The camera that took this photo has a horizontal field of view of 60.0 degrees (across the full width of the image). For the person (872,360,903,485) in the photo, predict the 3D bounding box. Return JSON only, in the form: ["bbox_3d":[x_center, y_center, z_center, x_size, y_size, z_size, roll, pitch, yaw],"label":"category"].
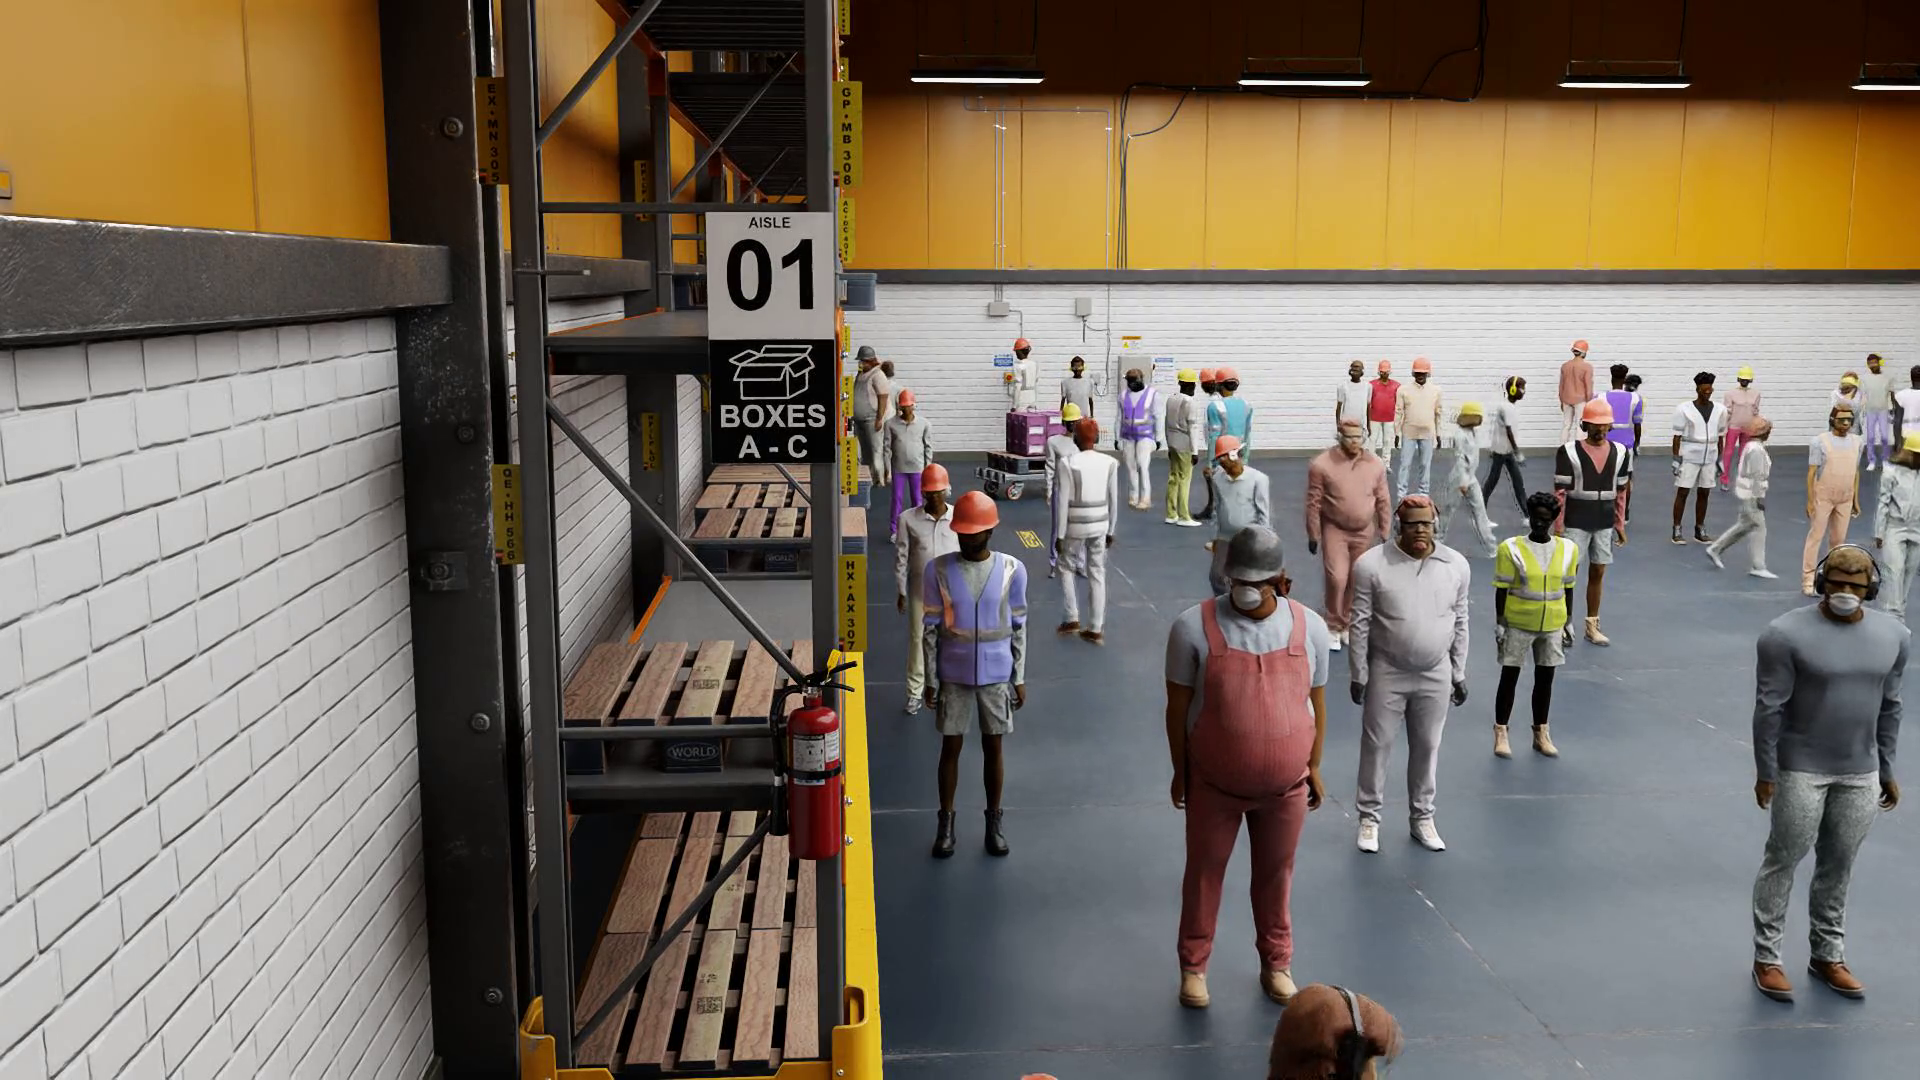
[{"bbox_3d":[-1.079,-1.684,24.038,0.514,1.814,0.828,0,9,2],"label":"person"}]

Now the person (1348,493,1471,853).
[{"bbox_3d":[2.364,0.701,8.736,0.644,1.907,0.400,0,9,-2],"label":"person"}]

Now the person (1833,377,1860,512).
[{"bbox_3d":[11.425,-1.227,21.429,0.321,1.727,0.679,0,9,2],"label":"person"}]

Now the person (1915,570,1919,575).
[{"bbox_3d":[9.904,-0.450,16.482,0.553,1.738,0.661,-3,9,-17],"label":"person"}]

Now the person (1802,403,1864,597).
[{"bbox_3d":[8.235,-0.374,15.679,0.507,1.845,0.339,0,9,-2],"label":"person"}]

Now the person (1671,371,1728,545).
[{"bbox_3d":[8.317,-0.921,18.730,0.609,1.964,0.367,0,9,-2],"label":"person"}]

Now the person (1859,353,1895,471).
[{"bbox_3d":[14.192,-1.974,25.771,0.551,1.831,0.449,5,10,30],"label":"person"}]

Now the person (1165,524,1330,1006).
[{"bbox_3d":[1.200,0.932,6.866,0.684,2.000,0.535,0,9,-2],"label":"person"}]

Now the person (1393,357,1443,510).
[{"bbox_3d":[5.894,-1.358,21.391,0.619,1.990,0.395,1,9,5],"label":"person"}]

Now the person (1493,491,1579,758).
[{"bbox_3d":[3.609,0.530,10.457,0.537,1.697,0.320,0,9,-2],"label":"person"}]

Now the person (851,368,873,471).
[{"bbox_3d":[-1.444,-1.891,25.520,0.489,1.743,0.322,0,9,-2],"label":"person"}]

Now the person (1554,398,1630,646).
[{"bbox_3d":[5.154,-0.138,13.577,0.611,2.042,0.396,0,9,-2],"label":"person"}]

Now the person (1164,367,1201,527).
[{"bbox_3d":[2.713,-1.127,20.149,0.383,1.924,0.594,-4,10,-25],"label":"person"}]

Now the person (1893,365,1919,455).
[{"bbox_3d":[12.424,-1.328,21.569,0.599,1.886,0.894,3,9,17],"label":"person"}]

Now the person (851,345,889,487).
[{"bbox_3d":[-1.343,-1.779,23.889,0.535,2.000,0.687,-6,11,-31],"label":"person"}]

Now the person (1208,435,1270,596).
[{"bbox_3d":[2.332,-0.021,13.900,0.588,1.711,0.378,7,12,38],"label":"person"}]

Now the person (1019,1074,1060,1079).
[{"bbox_3d":[0.217,1.734,2.763,0.574,1.732,0.465,-7,12,-38],"label":"person"}]

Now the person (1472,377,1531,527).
[{"bbox_3d":[6.629,-1.032,19.904,0.966,1.814,0.503,5,10,30],"label":"person"}]

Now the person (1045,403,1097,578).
[{"bbox_3d":[1.112,-0.488,16.641,0.528,1.767,0.330,0,9,-2],"label":"person"}]

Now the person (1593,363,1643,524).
[{"bbox_3d":[7.999,-1.173,20.316,0.612,1.963,0.363,1,9,9],"label":"person"}]

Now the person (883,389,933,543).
[{"bbox_3d":[-0.593,-0.832,18.840,0.566,1.750,0.341,0,9,-2],"label":"person"}]

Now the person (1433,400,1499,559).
[{"bbox_3d":[5.447,-0.631,17.715,0.899,1.693,0.506,8,12,41],"label":"person"}]

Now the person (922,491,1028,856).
[{"bbox_3d":[0.081,0.699,8.664,0.548,1.932,0.377,0,9,-2],"label":"person"}]

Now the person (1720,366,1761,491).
[{"bbox_3d":[10.974,-1.557,23.362,0.528,1.764,0.330,0,9,-2],"label":"person"}]

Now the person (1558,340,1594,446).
[{"bbox_3d":[10.005,-2.251,26.993,0.394,1.994,0.612,-6,11,-32],"label":"person"}]

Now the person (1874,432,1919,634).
[{"bbox_3d":[7.983,-0.030,13.895,0.496,1.719,0.696,0,9,1],"label":"person"}]

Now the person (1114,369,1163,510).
[{"bbox_3d":[2.282,-1.312,21.674,0.646,1.807,0.639,5,10,29],"label":"person"}]

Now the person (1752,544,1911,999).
[{"bbox_3d":[3.633,0.967,6.975,0.630,1.935,0.366,0,9,-2],"label":"person"}]

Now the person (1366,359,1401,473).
[{"bbox_3d":[6.476,-1.887,25.463,0.566,1.750,0.341,0,9,-2],"label":"person"}]

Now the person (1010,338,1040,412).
[{"bbox_3d":[0.994,-2.181,26.411,0.395,2.038,0.615,7,12,38],"label":"person"}]

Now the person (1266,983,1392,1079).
[{"bbox_3d":[0.656,1.702,3.406,0.367,1.610,0.590,6,11,35],"label":"person"}]

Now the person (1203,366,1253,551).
[{"bbox_3d":[2.920,-0.890,18.303,0.614,2.038,0.395,-6,11,-33],"label":"person"}]

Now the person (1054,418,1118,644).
[{"bbox_3d":[1.007,-0.086,13.795,0.619,1.863,0.624,-4,10,-25],"label":"person"}]

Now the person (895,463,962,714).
[{"bbox_3d":[-0.167,0.338,11.489,0.566,1.750,0.341,0,9,-2],"label":"person"}]

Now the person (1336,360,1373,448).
[{"bbox_3d":[5.563,-1.617,23.493,0.507,1.841,0.339,0,9,-2],"label":"person"}]

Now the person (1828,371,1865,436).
[{"bbox_3d":[12.952,-1.648,24.333,0.517,1.636,0.314,0,9,-2],"label":"person"}]

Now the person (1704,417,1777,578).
[{"bbox_3d":[7.940,-0.439,16.832,0.682,1.616,0.580,5,10,29],"label":"person"}]

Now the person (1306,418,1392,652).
[{"bbox_3d":[3.171,-0.040,13.444,0.661,1.883,0.668,-1,9,-7],"label":"person"}]

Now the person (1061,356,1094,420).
[{"bbox_3d":[1.707,-1.739,24.188,0.518,1.866,0.323,0,9,-2],"label":"person"}]
